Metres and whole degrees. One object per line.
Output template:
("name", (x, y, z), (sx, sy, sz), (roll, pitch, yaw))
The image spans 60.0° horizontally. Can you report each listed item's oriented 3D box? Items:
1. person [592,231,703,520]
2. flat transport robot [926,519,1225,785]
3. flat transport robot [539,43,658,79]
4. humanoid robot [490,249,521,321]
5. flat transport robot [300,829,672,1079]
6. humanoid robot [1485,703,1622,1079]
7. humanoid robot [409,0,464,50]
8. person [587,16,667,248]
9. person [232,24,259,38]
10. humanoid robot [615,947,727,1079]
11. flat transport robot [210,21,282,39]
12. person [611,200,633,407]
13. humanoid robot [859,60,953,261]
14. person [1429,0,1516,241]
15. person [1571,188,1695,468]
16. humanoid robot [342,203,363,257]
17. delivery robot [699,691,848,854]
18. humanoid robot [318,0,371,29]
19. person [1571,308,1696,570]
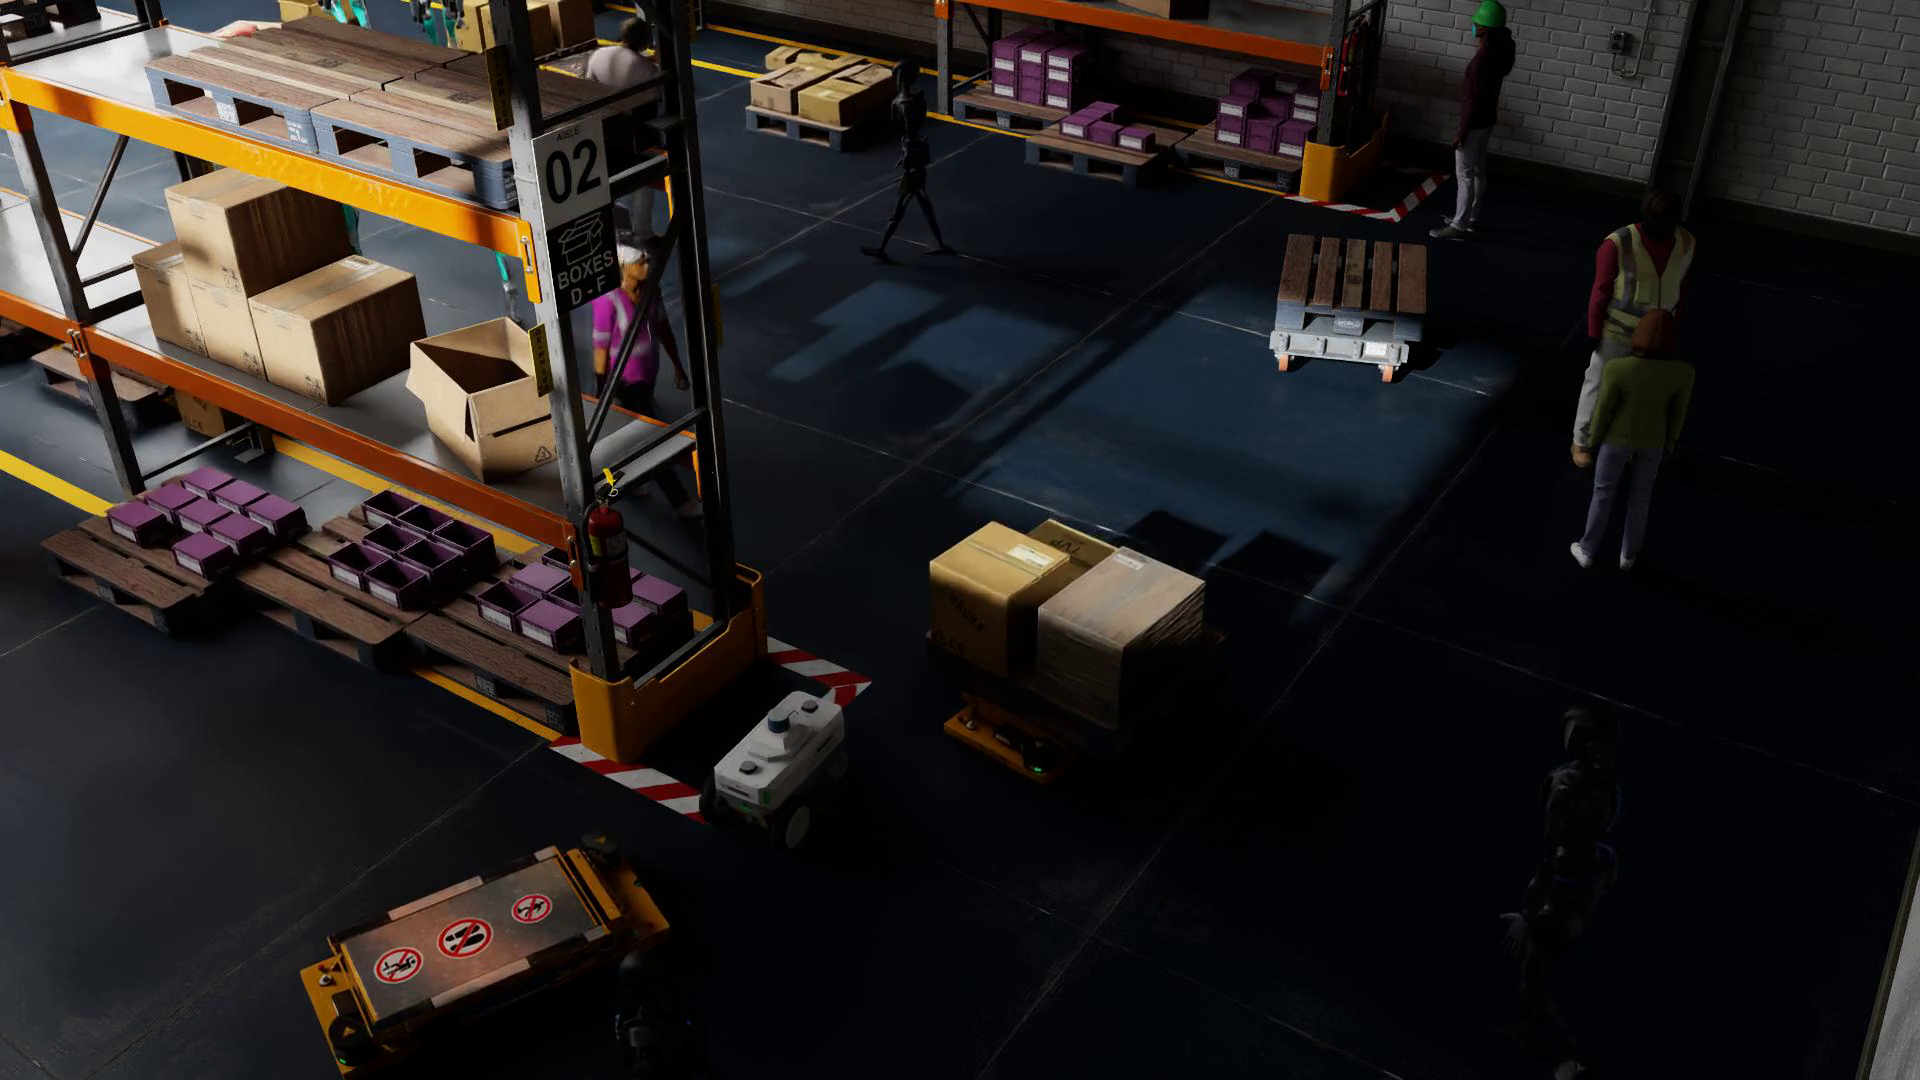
("person", (-1.849, -0.974, 9.960), (0.936, 1.800, 0.515), (16, 36, 23))
("flat transport robot", (0.625, 0.738, 8.740), (0.659, 0.231, 1.431), (25, 40, 33))
("flat transport robot", (-3.752, -4.960, 17.496), (0.659, 0.231, 1.431), (24, 40, 32))
("humanoid robot", (-3.232, -2.288, 12.076), (0.563, 1.780, 0.982), (-24, 40, -32))
("flat transport robot", (-2.041, 1.755, 7.176), (1.431, 0.231, 0.659), (-20, 38, -27))
("humanoid robot", (2.415, 1.401, 6.446), (0.547, 1.622, 0.623), (26, 41, 34))
("humanoid robot", (-5.292, -5.367, 16.822), (0.544, 1.785, 0.830), (-11, 35, -17))
("person", (-2.725, -3.254, 13.397), (0.800, 1.898, 0.387), (8, 34, 12))
("person", (-5.811, -3.437, 13.836), (0.893, 1.706, 0.554), (-7, 34, -10))
("humanoid robot", (-1.023, 1.942, 5.605), (0.466, 1.647, 0.597), (3, 33, 4))
("flat transport robot", (-6.706, -4.021, 16.053), (1.431, 0.231, 0.659), (7, 34, 10))
("person", (-2.307, -1.657, 11.058), (0.337, 1.748, 0.574), (-1, 33, -2))
("humanoid robot", (-0.445, -3.024, 13.260), (0.773, 1.622, 0.590), (-2, 33, -3))
("person", (4.219, -3.398, 13.556), (0.420, 1.952, 0.488), (23, 39, 31))
("person", (4.234, -1.321, 10.459), (0.627, 1.846, 0.429), (-5, 33, -7))
("humanoid robot", (-4.409, -1.841, 11.402), (0.709, 1.844, 0.536), (5, 33, 7))
("delivery robot", (-0.866, 1.085, 7.960), (0.499, 0.612, 0.809), (17, 37, 24))
("humanoid robot", (-6.253, -5.464, 16.988), (0.544, 1.844, 0.729), (-19, 37, -26))
("person", (3.828, -0.557, 9.474), (0.499, 1.635, 0.289), (5, 33, 8))
